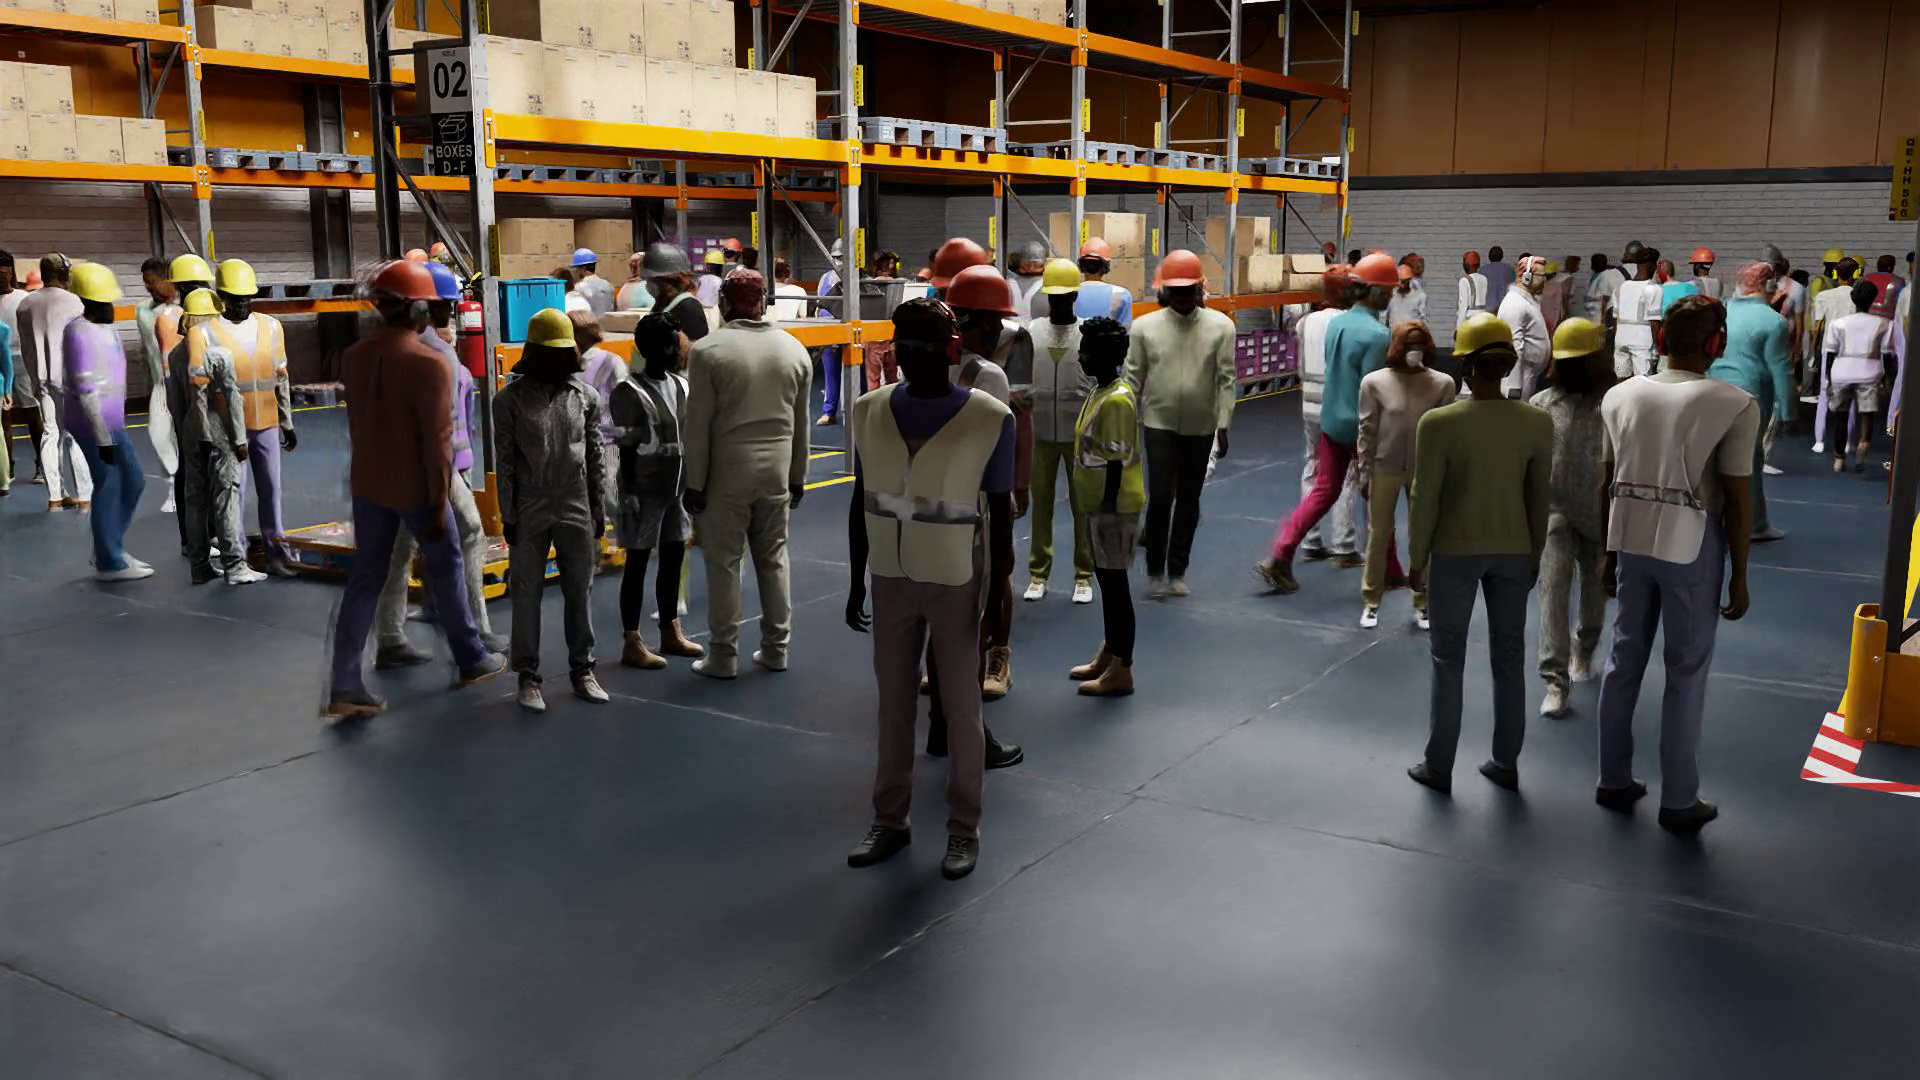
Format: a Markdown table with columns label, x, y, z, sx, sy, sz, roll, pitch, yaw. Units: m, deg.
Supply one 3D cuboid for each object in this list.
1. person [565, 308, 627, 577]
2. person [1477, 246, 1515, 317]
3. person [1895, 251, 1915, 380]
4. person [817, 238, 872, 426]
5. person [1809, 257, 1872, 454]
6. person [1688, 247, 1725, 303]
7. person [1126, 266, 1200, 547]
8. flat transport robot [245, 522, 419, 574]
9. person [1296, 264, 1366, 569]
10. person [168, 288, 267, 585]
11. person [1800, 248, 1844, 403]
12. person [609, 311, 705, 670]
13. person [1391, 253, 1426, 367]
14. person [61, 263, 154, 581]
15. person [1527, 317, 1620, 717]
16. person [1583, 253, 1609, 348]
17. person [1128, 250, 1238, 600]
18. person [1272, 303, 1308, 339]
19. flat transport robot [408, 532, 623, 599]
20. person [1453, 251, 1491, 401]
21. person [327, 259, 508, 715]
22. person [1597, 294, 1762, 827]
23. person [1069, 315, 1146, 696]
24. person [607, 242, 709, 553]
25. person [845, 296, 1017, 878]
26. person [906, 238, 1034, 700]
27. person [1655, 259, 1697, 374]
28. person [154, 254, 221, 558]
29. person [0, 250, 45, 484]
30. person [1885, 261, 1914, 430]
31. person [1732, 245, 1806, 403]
| label | x | y | z | sx | sy | sz | roll | pitch | yaw |
| --- | --- | --- | --- | --- | --- | --- | --- | --- | --- |
| person | -2.203 | -0.562 | 9.893 | 0.541 | 1.625 | 0.363 | 4 | 11 | 20 |
| person | 8.478 | -3.693 | 26.403 | 0.630 | 1.933 | 0.363 | -1 | 10 | -3 |
| person | 13.319 | -3.108 | 23.341 | 0.747 | 1.874 | 0.469 | -4 | 11 | -21 |
| person | -1.275 | -2.241 | 18.046 | 0.676 | 2.000 | 0.536 | 4 | 11 | 21 |
| person | 8.378 | -1.752 | 15.834 | 0.518 | 1.865 | 0.330 | 7 | 12 | 33 |
| person | 8.389 | -2.344 | 18.908 | 0.551 | 1.935 | 0.375 | -6 | 12 | -29 |
| person | 1.431 | -0.939 | 11.286 | 0.552 | 1.893 | 1.006 | 8 | 13 | 37 |
| flat transport robot | -3.659 | 0.062 | 10.192 | 1.431 | 0.197 | 0.652 | 6 | 12 | 28 |
| person | 2.317 | -0.763 | 10.323 | 0.379 | 1.877 | 0.592 | -7 | 12 | -34 |
| person | -4.399 | -0.604 | 9.800 | 0.487 | 1.744 | 0.294 | 4 | 11 | 20 |
| person | 10.771 | -2.659 | 20.712 | 0.589 | 1.919 | 0.400 | -9 | 13 | -40 |
| person | -1.444 | -0.239 | 7.929 | 0.320 | 1.694 | 0.534 | 6 | 12 | 30 |
| person | 6.393 | -3.165 | 23.729 | 0.504 | 1.840 | 0.345 | -1 | 10 | -4 |
| person | -5.032 | -0.671 | 9.789 | 0.418 | 1.898 | 0.637 | -2 | 10 | -10 |
| person | 2.712 | -0.130 | 7.296 | 0.494 | 1.700 | 0.831 | 5 | 11 | 24 |
| person | 9.866 | -3.516 | 25.722 | 0.464 | 1.830 | 0.629 | -2 | 10 | -10 |
| person | 1.241 | -0.630 | 9.334 | 0.609 | 1.962 | 0.610 | 0 | 10 | 1 |
| person | 5.152 | -3.532 | 26.067 | 0.597 | 1.748 | 0.509 | 1 | 10 | 7 |
| flat transport robot | -2.654 | 0.118 | 9.883 | 0.652 | 0.197 | 1.431 | 6 | 12 | 28 |
| person | 6.421 | -2.679 | 20.915 | 0.577 | 1.881 | 0.349 | -8 | 13 | -38 |
| person | -2.431 | -0.233 | 7.210 | 0.622 | 1.944 | 1.030 | 4 | 11 | 21 |
| person | 2.455 | 0.075 | 5.780 | 0.390 | 1.837 | 0.561 | -7 | 12 | -34 |
| person | 0.660 | -0.153 | 7.447 | 0.319 | 1.694 | 0.535 | -1 | 10 | -3 |
| person | -1.959 | -0.907 | 10.658 | 0.903 | 2.000 | 0.768 | -4 | 11 | -19 |
| person | -0.096 | 0.148 | 5.344 | 0.564 | 1.848 | 0.388 | 4 | 11 | 21 |
| person | 0.021 | -0.304 | 7.352 | 0.611 | 2.032 | 0.411 | 4 | 11 | 21 |
| person | 7.894 | -2.205 | 18.477 | 0.635 | 1.810 | 0.434 | 0 | 10 | 0 |
| person | -4.894 | -0.859 | 10.694 | 0.360 | 1.930 | 0.587 | 0 | 10 | 2 |
| person | -7.865 | -1.425 | 13.775 | 0.611 | 1.958 | 0.368 | -2 | 10 | -9 |
| person | 10.081 | -2.069 | 17.673 | 0.339 | 1.834 | 0.523 | 6 | 12 | 32 |
| person | 8.233 | -2.054 | 17.014 | 0.676 | 2.000 | 1.052 | 8 | 13 | 38 |
